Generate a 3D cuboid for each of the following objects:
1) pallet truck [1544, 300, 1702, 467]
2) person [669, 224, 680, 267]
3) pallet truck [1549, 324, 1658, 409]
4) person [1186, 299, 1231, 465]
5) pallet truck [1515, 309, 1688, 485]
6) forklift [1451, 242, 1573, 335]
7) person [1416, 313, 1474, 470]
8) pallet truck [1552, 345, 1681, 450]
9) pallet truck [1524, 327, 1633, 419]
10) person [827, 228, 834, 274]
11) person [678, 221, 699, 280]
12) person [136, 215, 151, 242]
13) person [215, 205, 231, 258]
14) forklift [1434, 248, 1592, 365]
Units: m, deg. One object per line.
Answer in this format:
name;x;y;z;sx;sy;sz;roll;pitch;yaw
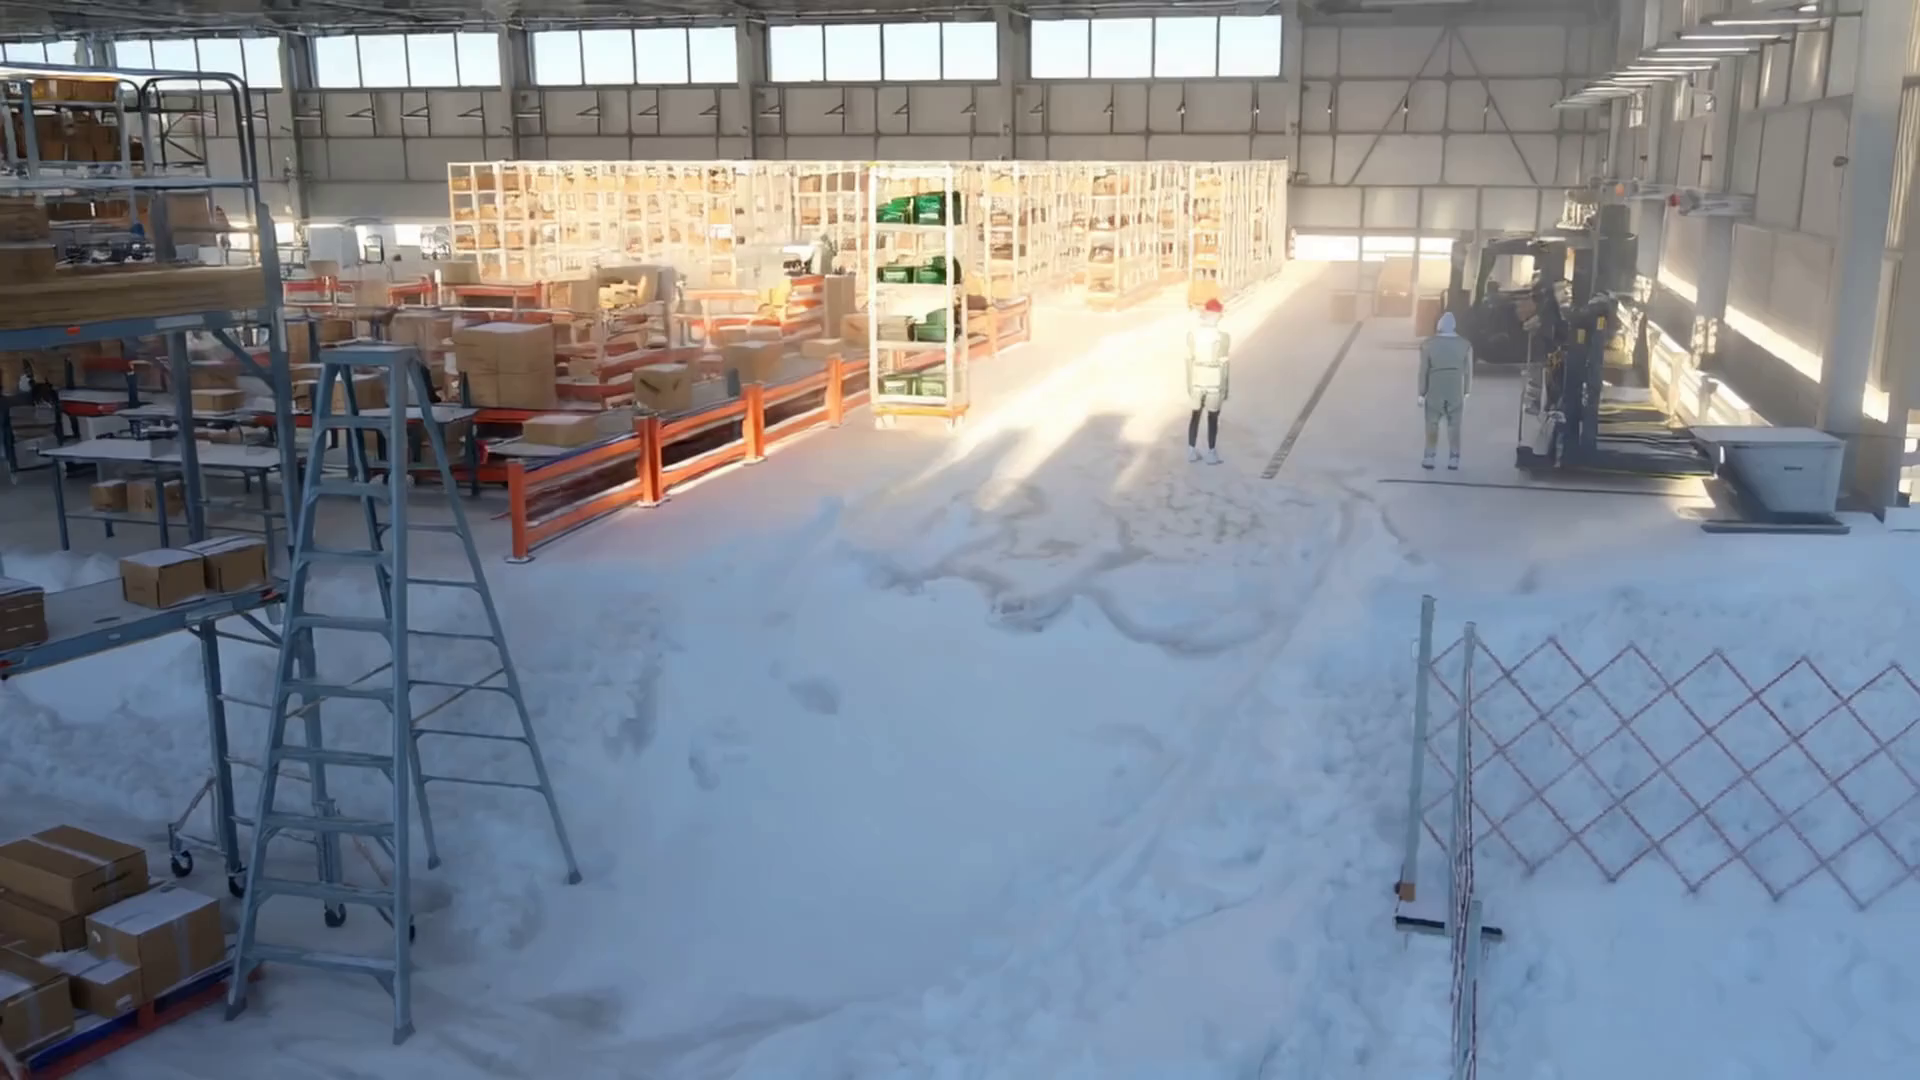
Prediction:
pallet truck;8.263;-1.952;20.631;1.885;1.965;0.823;5;14;20
person;-8.888;-8.886;51.052;0.947;1.771;0.618;5;14;21
pallet truck;9.824;-2.669;25.407;1.601;1.201;0.680;4;14;16
person;3.075;-1.948;20.547;0.600;2.034;0.400;10;16;36
pallet truck;7.554;-1.677;19.446;1.885;1.965;0.823;3;13;14
forklift;10.464;-4.597;31.405;2.680;1.987;1.157;4;14;16
person;5.857;-1.796;20.157;0.651;1.906;0.401;1;13;3
pallet truck;8.641;-1.896;21.908;1.630;1.274;0.653;4;14;16
pallet truck;9.065;-2.460;24.370;1.522;1.261;0.704;3;13;14
person;-4.009;-8.776;50.491;0.629;1.829;0.565;7;15;28
person;-8.172;-8.760;50.260;0.972;1.894;0.611;9;16;33
person;-28.395;-10.409;57.746;0.540;1.727;0.861;4;14;18
person;-27.278;-11.386;61.445;0.624;1.973;0.628;3;13;13
forklift;9.780;-4.111;29.280;2.680;1.987;1.157;3;13;14
